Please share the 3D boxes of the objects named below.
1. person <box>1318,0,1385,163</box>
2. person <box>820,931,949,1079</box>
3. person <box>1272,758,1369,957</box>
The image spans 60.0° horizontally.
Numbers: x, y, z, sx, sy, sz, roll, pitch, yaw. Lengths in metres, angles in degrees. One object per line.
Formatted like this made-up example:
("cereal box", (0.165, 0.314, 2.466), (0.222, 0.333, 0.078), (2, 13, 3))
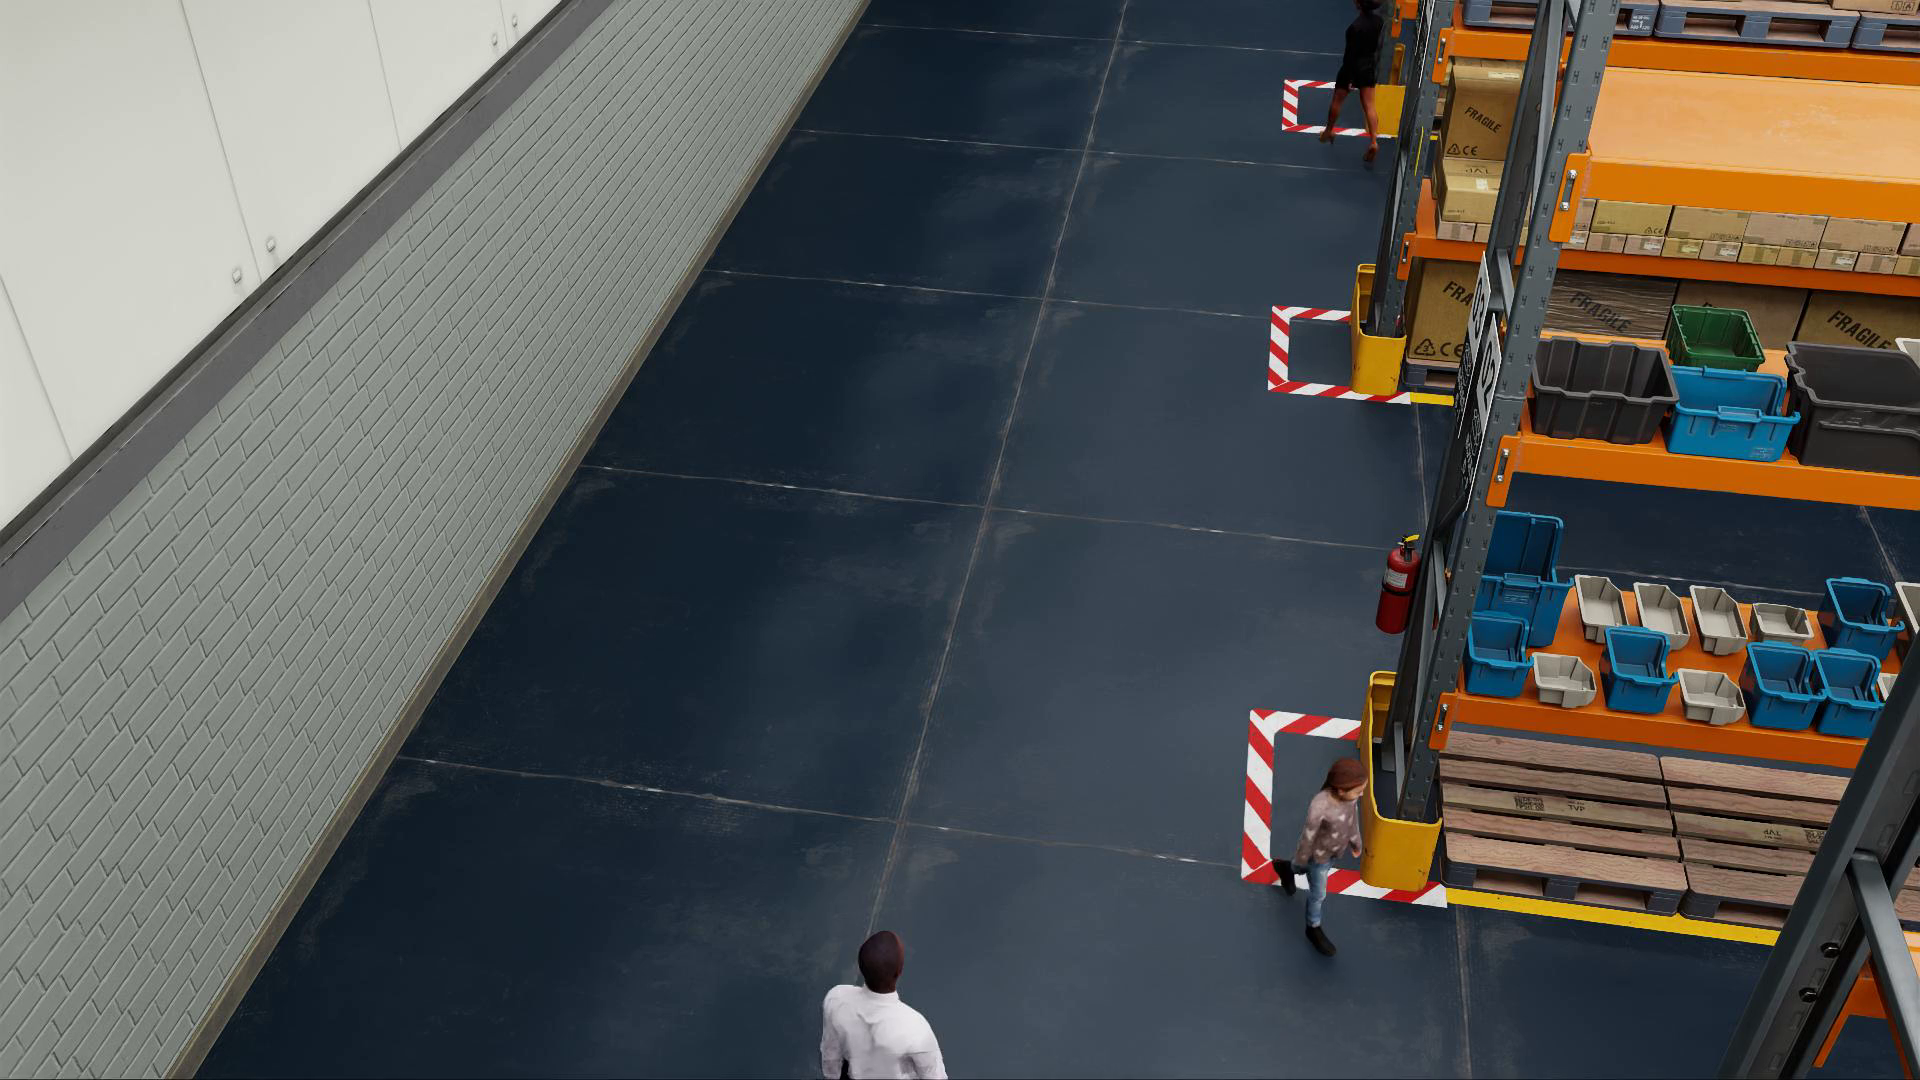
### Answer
("person", (3.801, -4.309, 15.588), (1.002, 1.597, 0.943), (-15, 40, -19))
("person", (-0.355, 2.325, 6.679), (0.790, 1.818, 0.856), (22, 42, 26))
("person", (1.787, 1.494, 8.304), (0.752, 1.174, 0.836), (-24, 43, -28))
